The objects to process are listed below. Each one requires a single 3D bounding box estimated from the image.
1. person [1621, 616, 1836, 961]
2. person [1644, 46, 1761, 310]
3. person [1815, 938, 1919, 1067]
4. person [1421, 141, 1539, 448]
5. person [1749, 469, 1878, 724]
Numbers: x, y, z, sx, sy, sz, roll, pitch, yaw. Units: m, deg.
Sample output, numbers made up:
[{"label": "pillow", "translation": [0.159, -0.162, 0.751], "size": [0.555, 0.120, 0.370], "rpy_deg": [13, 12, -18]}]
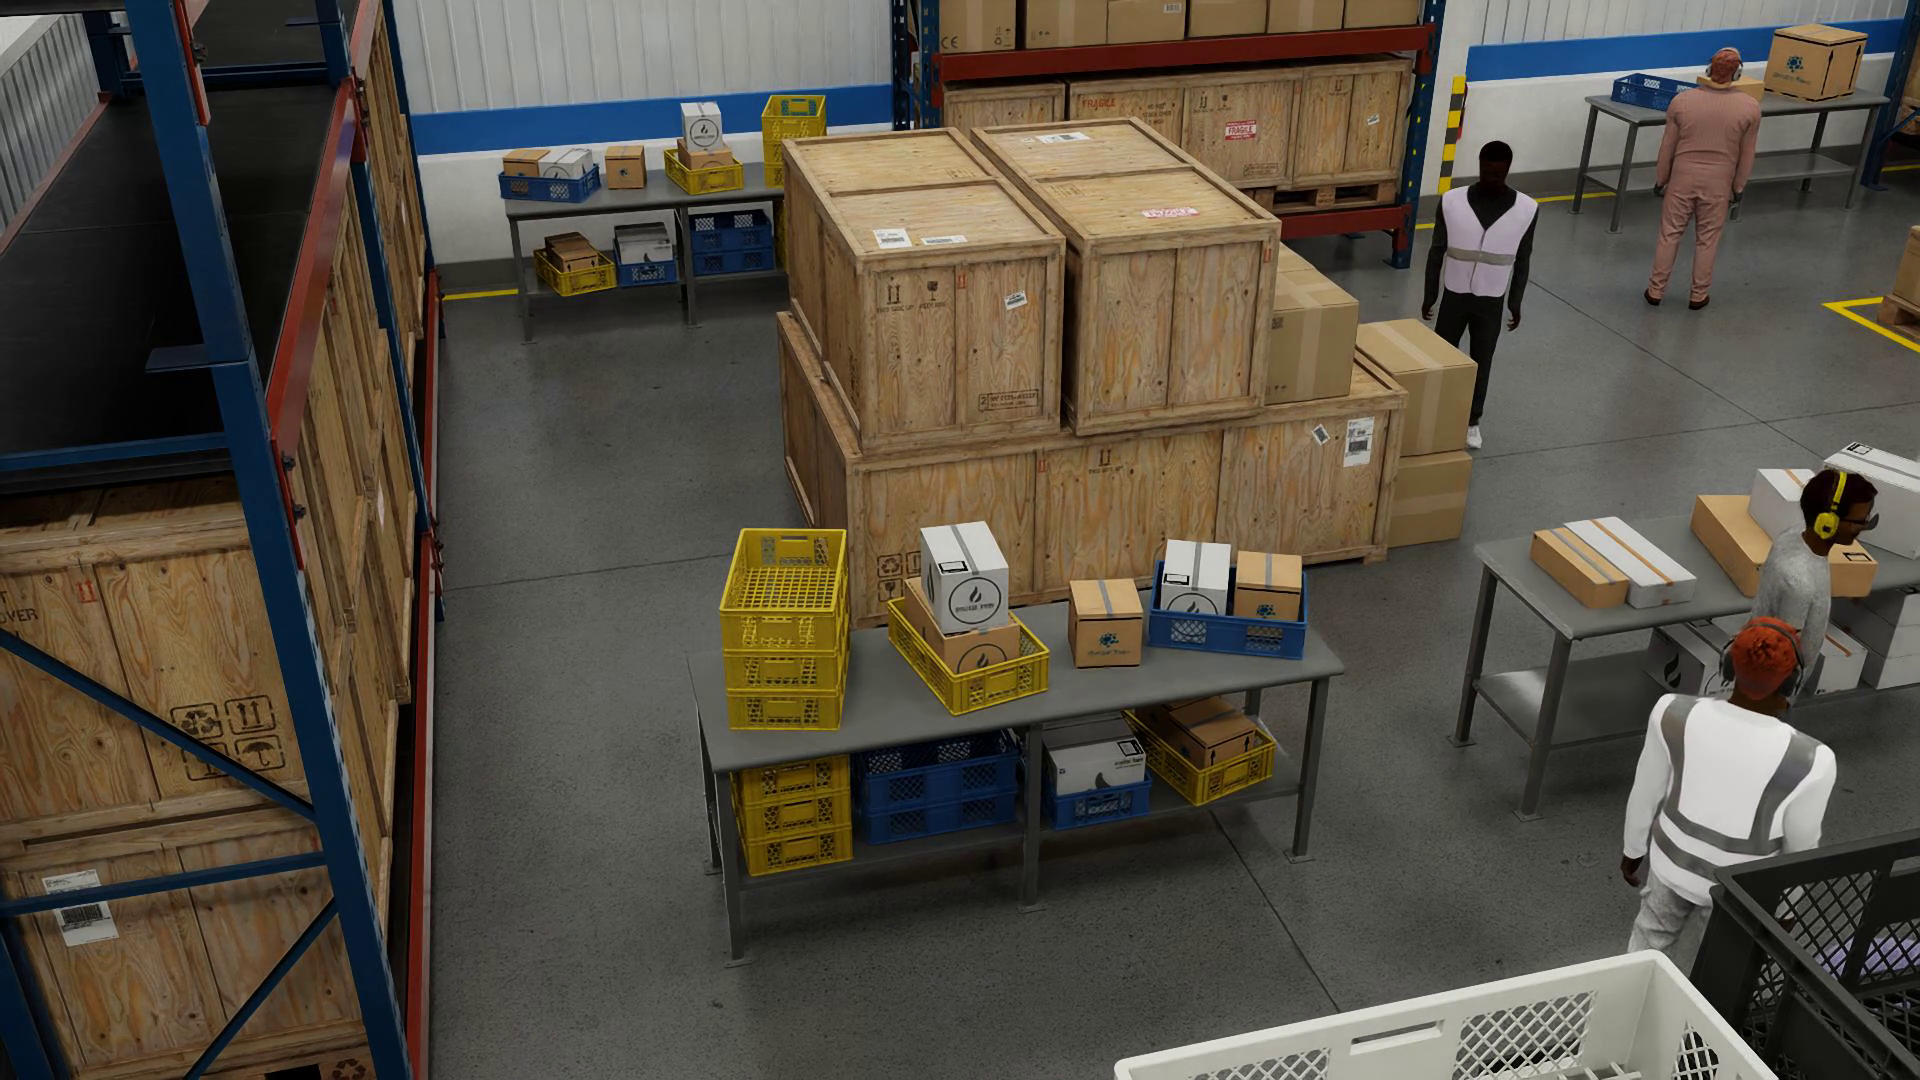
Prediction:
[{"label": "person", "translation": [2.455, 1.092, 5.463], "size": [0.579, 1.878, 0.359], "rpy_deg": [24, 37, 36]}, {"label": "person", "translation": [5.429, -2.637, 12.192], "size": [0.641, 1.908, 0.407], "rpy_deg": [12, 31, 20]}, {"label": "person", "translation": [2.429, 1.658, 4.369], "size": [0.627, 1.934, 0.371], "rpy_deg": [12, 31, 20]}, {"label": "person", "translation": [3.117, -1.489, 10.098], "size": [0.597, 1.915, 0.371], "rpy_deg": [8, 30, 14]}, {"label": "person", "translation": [3.147, 0.571, 6.411], "size": [0.312, 1.865, 0.535], "rpy_deg": [10, 31, 18]}]
